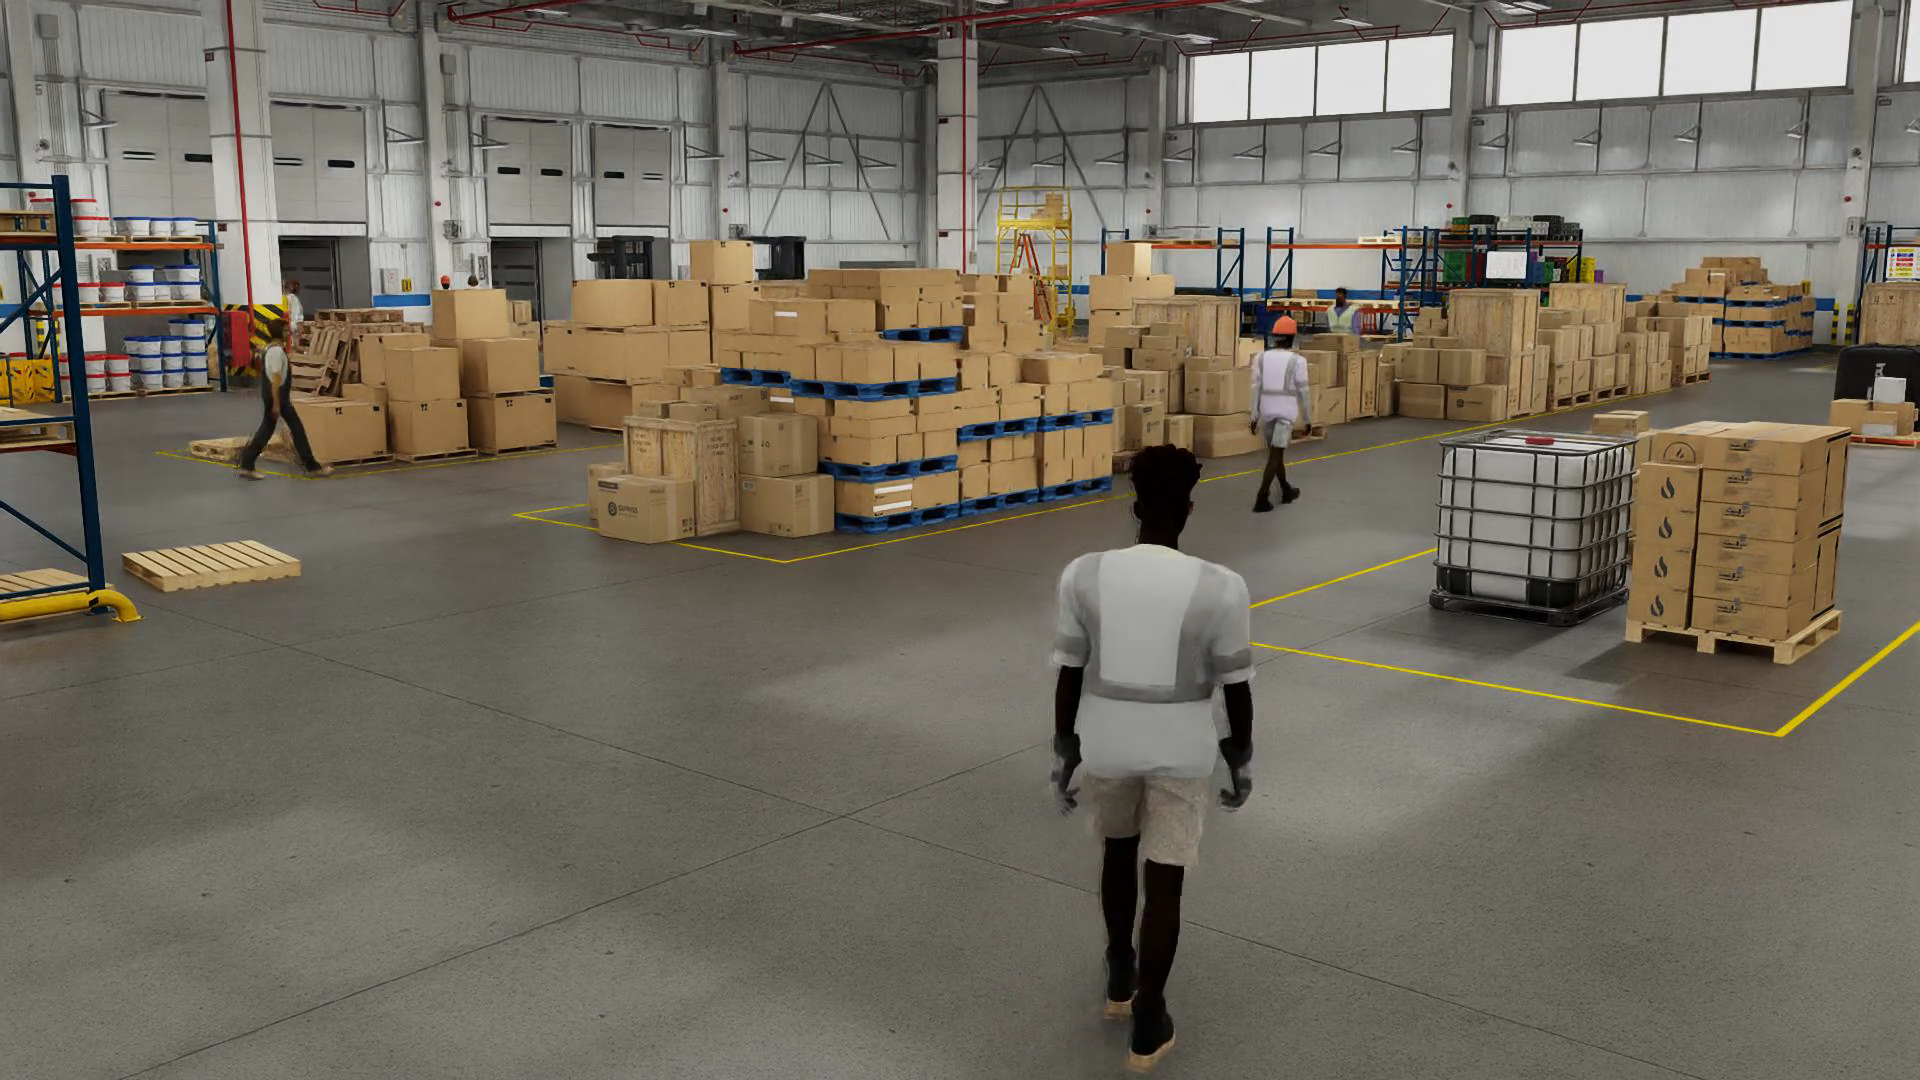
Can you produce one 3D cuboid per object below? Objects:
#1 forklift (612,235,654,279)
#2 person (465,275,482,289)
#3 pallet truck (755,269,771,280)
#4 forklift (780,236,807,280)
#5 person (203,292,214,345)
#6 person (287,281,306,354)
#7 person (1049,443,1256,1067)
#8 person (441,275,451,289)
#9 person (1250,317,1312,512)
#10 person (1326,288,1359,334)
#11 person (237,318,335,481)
[{"bbox_3d":[-7.300,-5.450,37.421,1.873,2.768,1.129,8,13,40],"label":"forklift"},{"bbox_3d":[-10.992,-5.025,37.690,0.630,1.936,0.366,-3,11,-19],"label":"person"},{"bbox_3d":[-4.996,-6.432,45.525,1.885,1.965,0.823,-6,12,-32],"label":"pallet truck"},{"bbox_3d":[-3.975,-5.890,39.926,1.873,2.768,1.129,2,10,14],"label":"forklift"},{"bbox_3d":[-16.307,-4.590,36.123,0.677,1.620,0.521,-6,11,-30],"label":"person"},{"bbox_3d":[-14.246,-4.603,35.514,0.785,1.860,0.585,-7,12,-35],"label":"person"},{"bbox_3d":[0.633,0.653,5.340,0.631,1.936,0.727,4,11,20],"label":"person"},{"bbox_3d":[-11.675,-5.057,37.878,0.552,1.932,0.368,-7,12,-36],"label":"person"},{"bbox_3d":[3.148,-1.237,16.274,0.565,1.882,1.015,8,13,37],"label":"person"},{"bbox_3d":[6.474,-3.347,28.328,0.612,1.863,1.010,7,12,35],"label":"person"},{"bbox_3d":[-7.500,-1.540,18.277,1.000,1.796,0.523,-7,12,-33],"label":"person"}]
